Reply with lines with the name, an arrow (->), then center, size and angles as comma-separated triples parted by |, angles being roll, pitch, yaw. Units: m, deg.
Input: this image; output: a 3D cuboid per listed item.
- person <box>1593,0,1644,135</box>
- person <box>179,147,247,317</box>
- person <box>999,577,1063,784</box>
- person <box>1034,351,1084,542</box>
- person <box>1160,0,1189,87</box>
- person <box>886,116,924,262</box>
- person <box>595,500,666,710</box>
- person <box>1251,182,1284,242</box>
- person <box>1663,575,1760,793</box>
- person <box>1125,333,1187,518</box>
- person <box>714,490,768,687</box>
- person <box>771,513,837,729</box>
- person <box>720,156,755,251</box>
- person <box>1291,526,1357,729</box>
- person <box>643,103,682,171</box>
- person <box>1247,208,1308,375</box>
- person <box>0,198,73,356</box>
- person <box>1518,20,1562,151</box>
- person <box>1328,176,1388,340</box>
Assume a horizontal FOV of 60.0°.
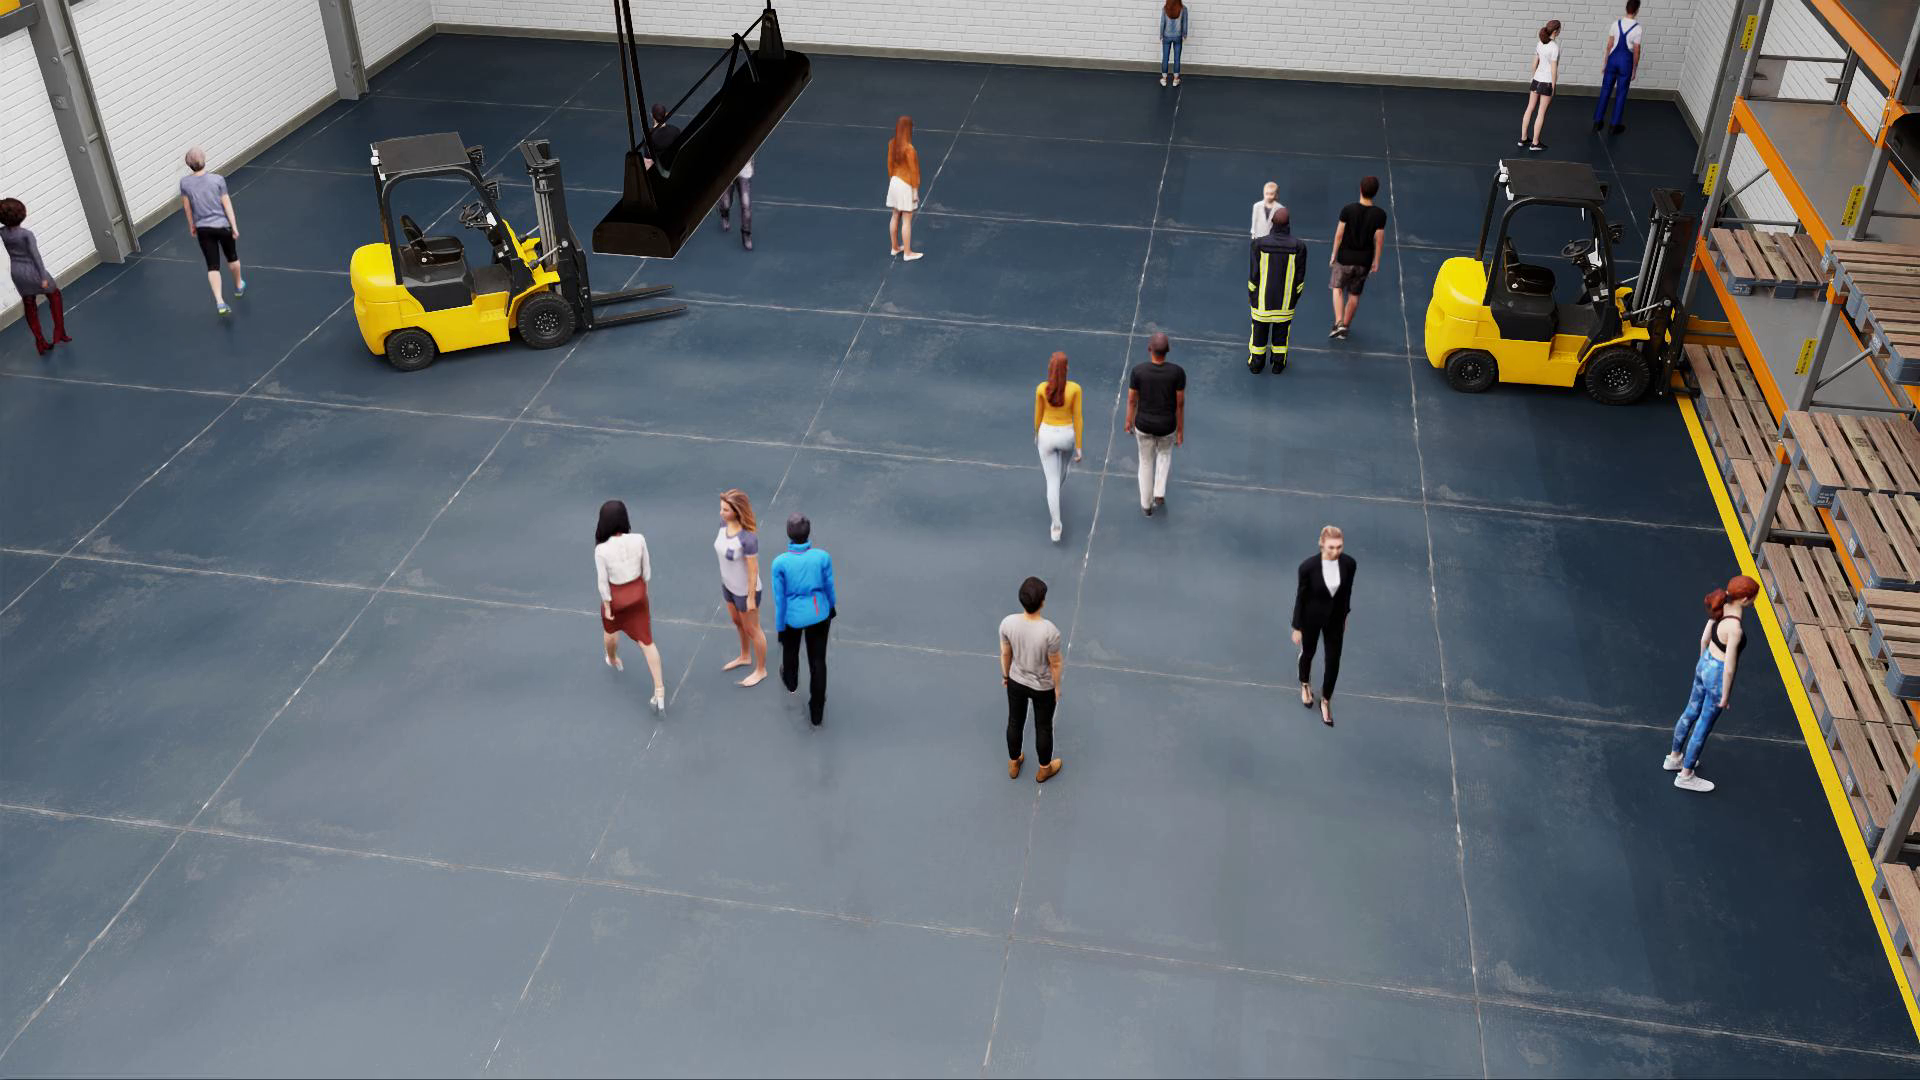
person -> 9.241, -6.650, 23.313 | 0.722, 1.849, 0.732 | 25, 41, 32
person -> -8.261, -3.384, 18.392 | 1.028, 1.858, 1.321 | -8, 35, -13
person -> 0.506, 1.001, 11.916 | 0.653, 1.724, 0.611 | 14, 36, 19
person -> 0.855, -0.790, 14.639 | 0.697, 1.692, 1.189 | 2, 34, 2
person -> 3.211, -7.598, 25.075 | 0.565, 1.477, 0.506 | 4, 34, 6
person -> -0.680, -4.173, 19.706 | 0.755, 1.717, 0.714 | -27, 42, -34
person -> -2.485, 0.525, 12.651 | 1.057, 1.702, 1.138 | -21, 39, -29
person -> 3.532, -3.513, 19.137 | 0.540, 1.248, 0.869 | 8, 34, 12
person -> 5.366, 1.003, 11.855 | 0.675, 1.788, 0.589 | -1, 34, -1
person -> 1.737, -0.967, 14.814 | 0.703, 1.793, 0.661 | 3, 34, 4
person -> -1.682, 0.349, 12.888 | 0.738, 1.733, 0.684 | -23, 40, -30
person -> -1.144, 0.643, 12.410 | 0.839, 1.772, 1.043 | -6, 34, -9
person -> -2.729, -4.441, 20.023 | 0.935, 1.813, 1.105 | -10, 35, -15
person -> 2.711, 0.569, 12.600 | 0.765, 1.685, 0.832 | -4, 34, -5
person -> -3.525, -4.381, 19.979 | 0.775, 1.760, 0.822 | -18, 38, -25
person -> 3.261, -2.589, 17.227 | 0.738, 1.823, 0.650 | 4, 34, 7
person -> -9.886, -2.746, 17.578 | 0.595, 1.696, 0.642 | 3, 34, 5
person -> 7.979, -6.237, 22.779 | 0.732, 1.752, 0.659 | -16, 37, -23
person -> 4.212, -2.952, 17.754 | 0.690, 1.844, 0.820 | 3, 34, 5
